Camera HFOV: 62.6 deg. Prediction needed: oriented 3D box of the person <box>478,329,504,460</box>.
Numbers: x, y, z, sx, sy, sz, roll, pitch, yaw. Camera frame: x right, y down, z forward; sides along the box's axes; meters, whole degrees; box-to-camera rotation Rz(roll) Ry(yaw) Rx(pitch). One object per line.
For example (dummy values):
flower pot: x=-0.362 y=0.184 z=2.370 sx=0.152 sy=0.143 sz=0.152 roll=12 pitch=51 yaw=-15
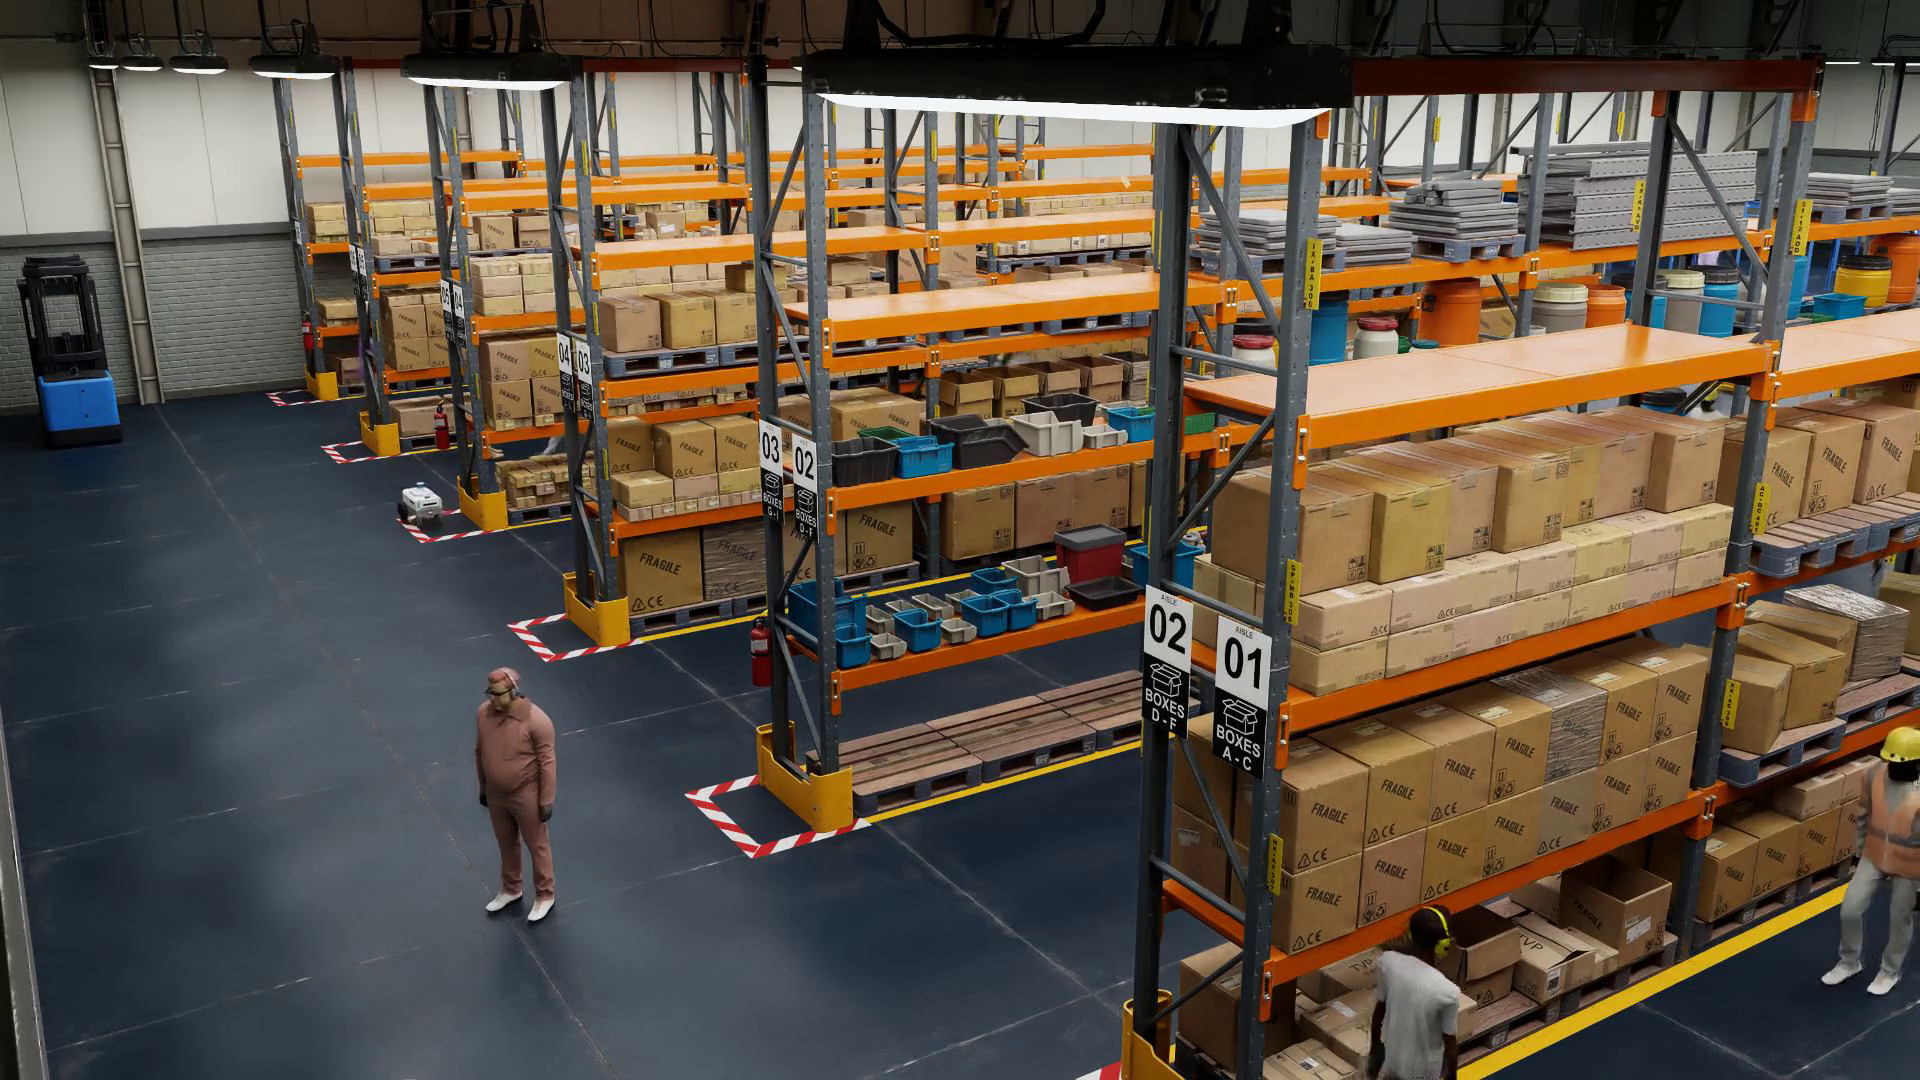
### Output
person: x=-7.293 y=-2.273 z=24.406 sx=0.391 sy=2.040 sz=0.615 roll=-5 pitch=18 yaw=-17

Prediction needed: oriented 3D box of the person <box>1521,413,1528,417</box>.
person: x=6.819 y=-0.732 z=19.629 sx=1.052 sy=1.878 sz=0.560 roll=-9 pitch=19 yaw=-27

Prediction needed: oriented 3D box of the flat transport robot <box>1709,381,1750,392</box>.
flat transport robot: x=14.868 y=-3.023 z=29.926 sx=1.431 sy=0.197 sz=0.652 roll=-14 pitch=22 yaw=-39

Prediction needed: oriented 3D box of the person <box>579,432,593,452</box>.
person: x=-5.776 y=-1.817 z=23.339 sx=0.903 sy=1.782 sz=0.584 roll=-15 pitch=22 yaw=-40

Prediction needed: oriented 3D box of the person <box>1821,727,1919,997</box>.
person: x=6.046 y=2.113 z=10.267 sx=0.625 sy=1.905 sz=0.608 roll=-11 pitch=20 yaw=-31

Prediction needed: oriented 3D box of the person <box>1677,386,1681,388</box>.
person: x=13.181 y=-3.434 z=28.678 sx=0.328 sy=1.769 sz=0.526 roll=4 pitch=17 yaw=14

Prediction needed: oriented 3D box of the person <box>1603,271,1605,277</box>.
person: x=17.983 y=-8.404 z=44.783 sx=0.634 sy=1.890 sz=1.017 roll=-15 pitch=22 yaw=-40

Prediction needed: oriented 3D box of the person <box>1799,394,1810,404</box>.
person: x=14.810 y=-2.979 z=27.398 sx=0.314 sy=1.642 sz=0.514 roll=11 pitch=20 yaw=32

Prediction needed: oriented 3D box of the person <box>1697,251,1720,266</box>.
person: x=18.375 y=-6.628 z=38.940 sx=0.650 sy=1.892 sz=0.440 roll=-6 pitch=18 yaw=-17

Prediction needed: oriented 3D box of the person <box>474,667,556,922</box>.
person: x=-3.190 y=1.805 z=11.269 sx=0.652 sy=1.904 sz=0.403 roll=7 pitch=18 yaw=22

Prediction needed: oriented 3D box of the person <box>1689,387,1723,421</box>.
person: x=10.193 y=-1.259 z=21.577 sx=0.575 sy=1.746 sz=0.524 roll=-8 pitch=19 yaw=-25

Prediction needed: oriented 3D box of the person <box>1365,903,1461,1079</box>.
person: x=2.303 y=2.772 z=8.205 sx=0.791 sy=1.849 sz=0.523 roll=-11 pitch=20 yaw=-31

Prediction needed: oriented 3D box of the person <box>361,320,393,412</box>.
person: x=-9.646 y=-2.734 z=26.123 sx=0.633 sy=1.911 sz=0.569 roll=-16 pitch=23 yaw=-41

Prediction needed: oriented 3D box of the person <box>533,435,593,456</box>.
person: x=-6.106 y=-2.107 z=24.231 sx=1.041 sy=1.821 sz=0.584 roll=-12 pitch=20 yaw=-33

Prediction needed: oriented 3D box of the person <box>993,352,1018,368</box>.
person: x=0.664 y=-2.049 z=23.934 sx=1.047 sy=1.883 sz=0.648 roll=-12 pitch=21 yaw=-34

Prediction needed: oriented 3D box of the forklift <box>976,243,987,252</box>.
forklift: x=0.988 y=-5.474 z=34.718 sx=1.214 sy=2.155 sz=2.313 roll=-10 pitch=20 yaw=-31

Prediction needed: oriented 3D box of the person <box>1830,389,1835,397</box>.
person: x=13.840 y=-2.290 z=24.691 sx=0.409 sy=1.906 sz=0.652 roll=-2 pitch=17 yaw=-6

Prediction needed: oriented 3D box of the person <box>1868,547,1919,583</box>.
person: x=9.687 y=0.324 z=16.228 sx=0.580 sy=1.845 sz=0.497 roll=10 pitch=20 yaw=30

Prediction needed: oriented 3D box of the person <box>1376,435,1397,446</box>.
person: x=5.195 y=-0.566 z=19.509 sx=0.436 sy=1.622 sz=0.516 roll=-7 pitch=18 yaw=-20

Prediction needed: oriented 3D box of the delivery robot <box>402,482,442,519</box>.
delivery robot: x=-7.197 y=-0.528 z=21.109 sx=0.477 sy=0.478 sz=0.707 roll=-12 pitch=20 yaw=-33

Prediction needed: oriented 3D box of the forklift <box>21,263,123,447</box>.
forklift: x=-14.518 y=-3.079 z=25.708 sx=1.129 sy=2.768 sz=1.873 roll=-10 pitch=20 yaw=-31
